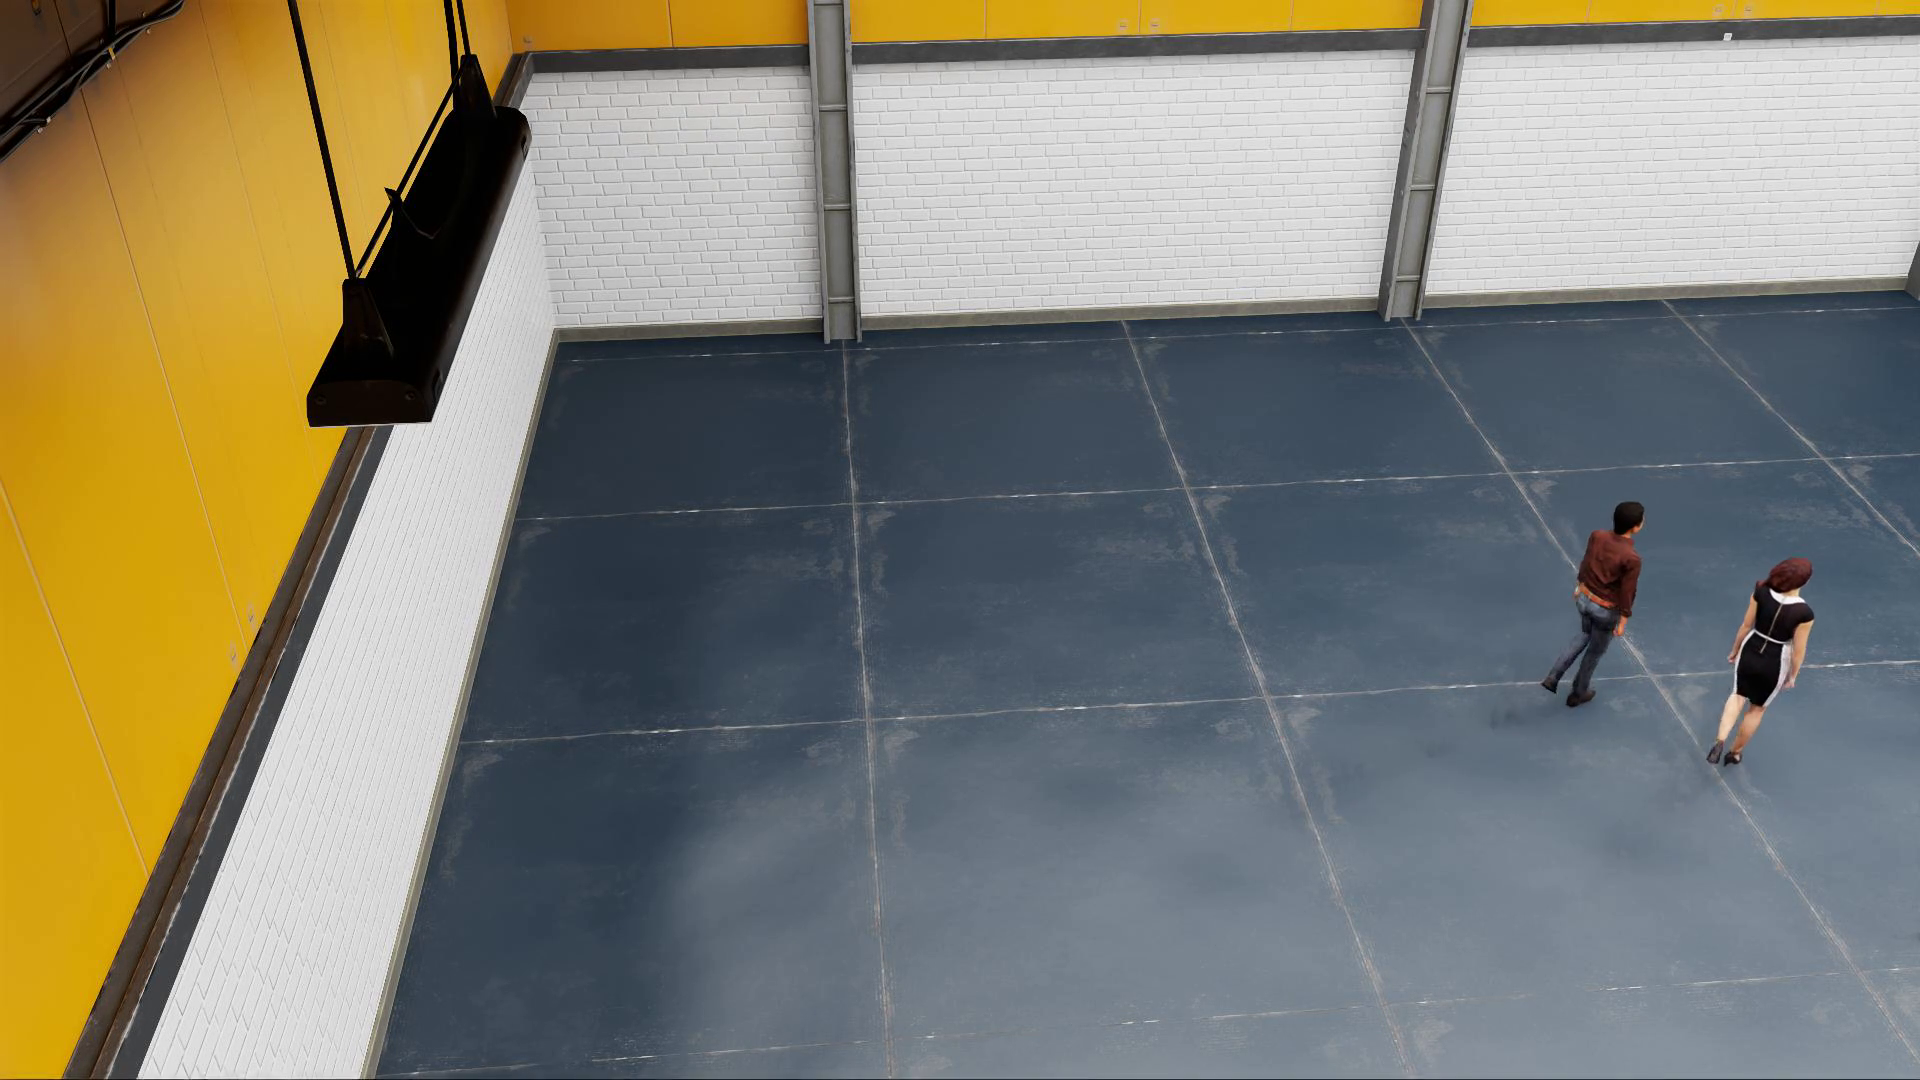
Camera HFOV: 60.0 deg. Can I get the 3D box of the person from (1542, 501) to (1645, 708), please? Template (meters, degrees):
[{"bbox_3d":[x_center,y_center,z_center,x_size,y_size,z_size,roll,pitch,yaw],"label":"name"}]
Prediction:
[{"bbox_3d":[4.528,0.501,11.950,0.861,1.767,0.802,-16,37,-23],"label":"person"}]

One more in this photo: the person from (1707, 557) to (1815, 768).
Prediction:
[{"bbox_3d":[5.420,0.902,11.332,0.862,1.783,0.793,-27,42,-34],"label":"person"}]
